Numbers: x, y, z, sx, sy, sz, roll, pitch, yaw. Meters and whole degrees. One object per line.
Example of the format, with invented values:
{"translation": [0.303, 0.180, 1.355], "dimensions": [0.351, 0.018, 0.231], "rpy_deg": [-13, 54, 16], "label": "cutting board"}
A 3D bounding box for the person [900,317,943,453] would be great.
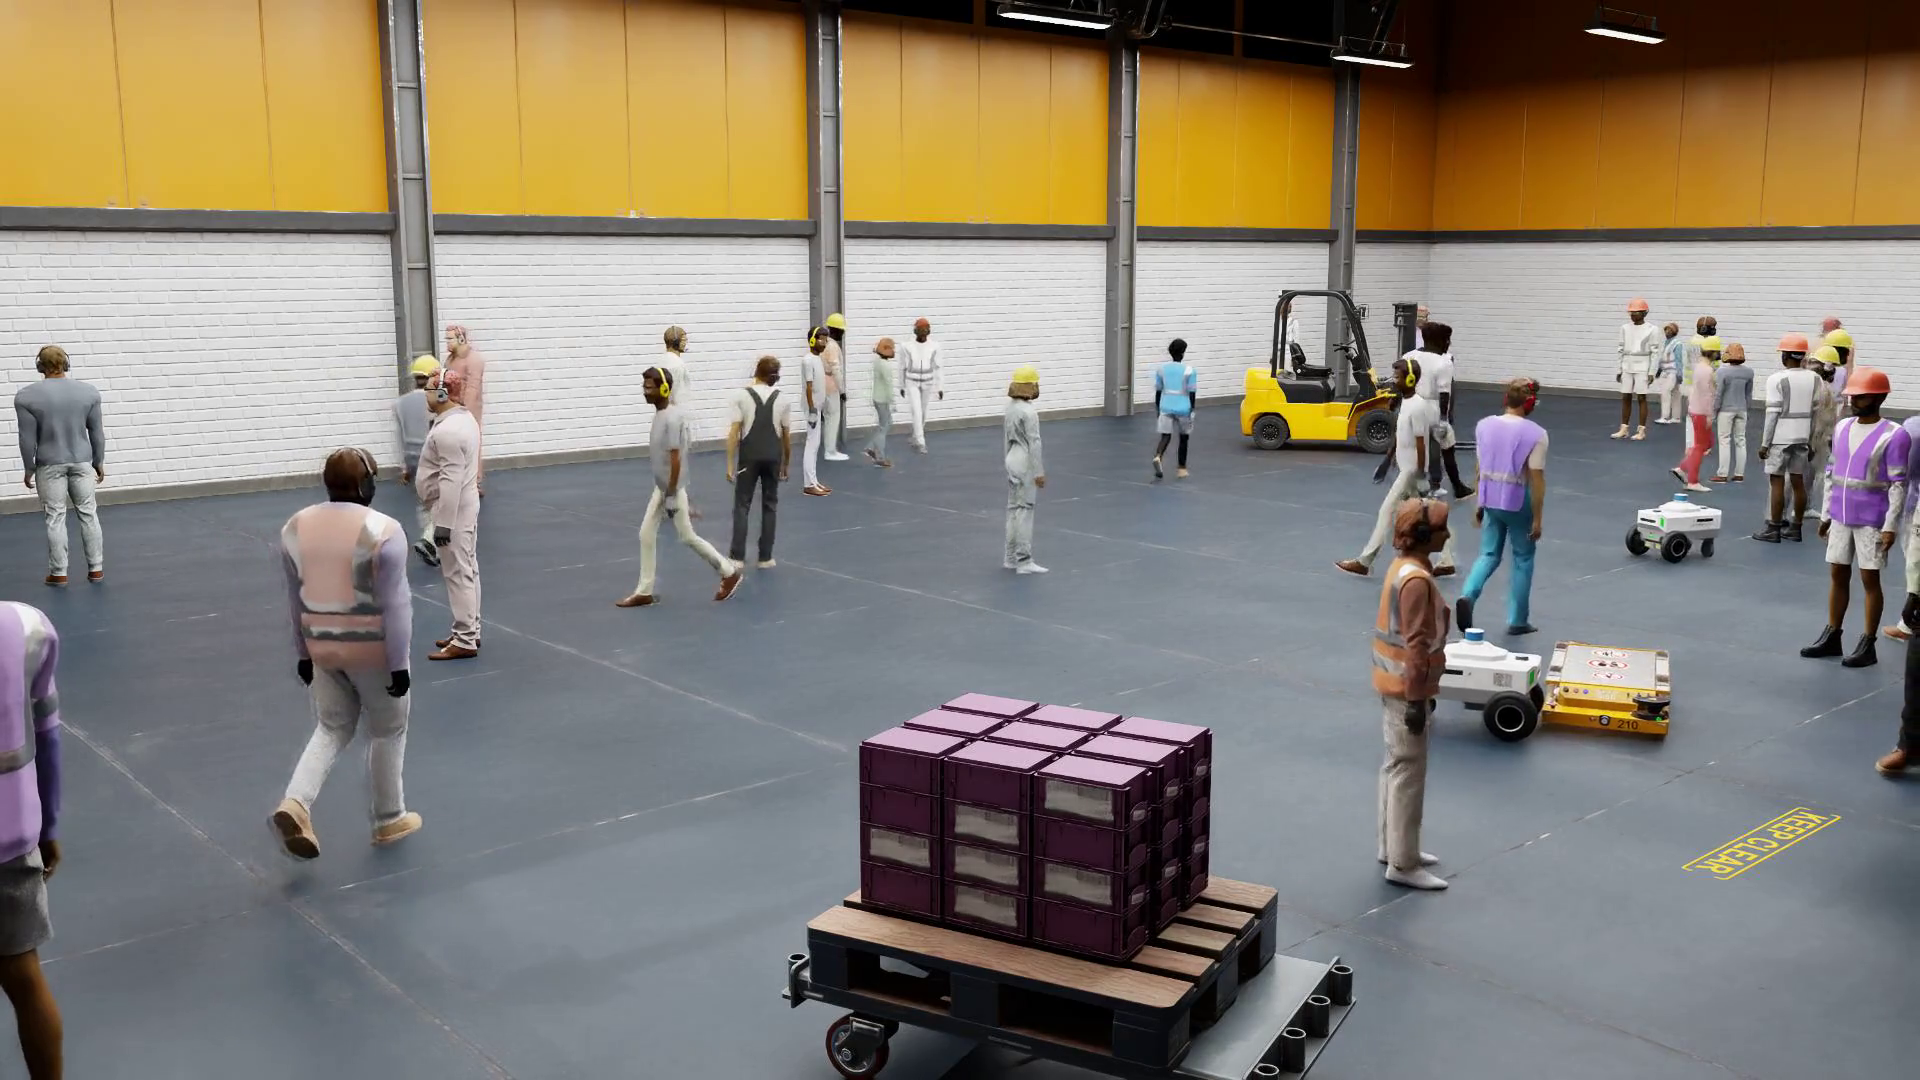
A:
{"translation": [-0.546, -2.123, 22.637], "dimensions": [0.589, 1.837, 0.937], "rpy_deg": [-2, 10, -11], "label": "person"}

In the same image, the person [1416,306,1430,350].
{"translation": [6.718, -2.468, 24.400], "dimensions": [0.637, 1.904, 0.403], "rpy_deg": [-2, 10, -11], "label": "person"}

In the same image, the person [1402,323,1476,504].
{"translation": [5.097, -1.324, 17.622], "dimensions": [0.969, 1.919, 0.634], "rpy_deg": [-5, 11, -25], "label": "person"}

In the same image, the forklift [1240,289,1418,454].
{"translation": [5.034, -2.339, 22.783], "dimensions": [2.313, 2.155, 1.214], "rpy_deg": [3, 10, 16], "label": "forklift"}

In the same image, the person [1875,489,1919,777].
{"translation": [4.895, 0.289, 8.069], "dimensions": [0.587, 1.966, 0.785], "rpy_deg": [-8, 13, -39], "label": "person"}

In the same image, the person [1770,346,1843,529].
{"translation": [8.296, -0.959, 15.930], "dimensions": [0.936, 1.775, 0.585], "rpy_deg": [1, 10, 7], "label": "person"}

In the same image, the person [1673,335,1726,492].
{"translation": [8.333, -1.410, 18.625], "dimensions": [0.375, 1.753, 0.543], "rpy_deg": [2, 10, 14], "label": "person"}

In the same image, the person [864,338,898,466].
{"translation": [-0.941, -1.719, 20.849], "dimensions": [0.340, 1.620, 0.505], "rpy_deg": [-2, 10, -14], "label": "person"}

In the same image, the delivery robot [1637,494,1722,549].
{"translation": [6.299, -0.162, 14.555], "dimensions": [0.707, 0.478, 0.477], "rpy_deg": [-4, 10, -20], "label": "delivery robot"}

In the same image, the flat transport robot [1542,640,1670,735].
{"translation": [3.816, 0.841, 9.787], "dimensions": [0.652, 0.197, 1.431], "rpy_deg": [4, 10, 22], "label": "flat transport robot"}

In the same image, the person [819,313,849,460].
{"translation": [-1.627, -1.972, 21.489], "dimensions": [0.408, 1.912, 0.597], "rpy_deg": [-2, 10, -10], "label": "person"}

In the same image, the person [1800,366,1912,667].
{"translation": [5.784, -0.150, 10.718], "dimensions": [0.369, 1.939, 0.542], "rpy_deg": [-4, 11, -23], "label": "person"}

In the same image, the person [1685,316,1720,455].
{"translation": [9.878, -2.054, 22.153], "dimensions": [0.429, 1.840, 0.637], "rpy_deg": [5, 11, 29], "label": "person"}

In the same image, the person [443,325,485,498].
{"translation": [-5.417, -1.379, 18.032], "dimensions": [0.663, 1.898, 0.467], "rpy_deg": [8, 13, 40], "label": "person"}

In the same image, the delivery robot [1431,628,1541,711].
{"translation": [2.862, 0.737, 9.293], "dimensions": [0.707, 0.478, 0.477], "rpy_deg": [4, 11, 23], "label": "delivery robot"}

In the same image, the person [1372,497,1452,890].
{"translation": [1.903, 0.631, 7.029], "dimensions": [0.325, 1.637, 0.525], "rpy_deg": [2, 10, 10], "label": "person"}

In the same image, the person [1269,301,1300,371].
{"translation": [5.510, -3.137, 28.360], "dimensions": [0.348, 1.884, 0.584], "rpy_deg": [-7, 12, -37], "label": "person"}

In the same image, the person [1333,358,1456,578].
{"translation": [3.611, -0.568, 13.559], "dimensions": [1.011, 1.811, 0.506], "rpy_deg": [2, 10, 12], "label": "person"}

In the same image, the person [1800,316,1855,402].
{"translation": [10.995, -1.898, 21.164], "dimensions": [0.668, 1.872, 0.890], "rpy_deg": [7, 12, 34], "label": "person"}

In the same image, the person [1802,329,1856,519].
{"translation": [8.778, -1.143, 16.618], "dimensions": [0.778, 1.901, 0.613], "rpy_deg": [0, 10, -2], "label": "person"}

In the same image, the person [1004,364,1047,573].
{"translation": [0.541, -0.590, 13.869], "dimensions": [0.310, 1.743, 0.492], "rpy_deg": [-4, 10, -20], "label": "person"}

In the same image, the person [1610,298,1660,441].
{"translation": [9.654, -2.433, 23.776], "dimensions": [0.397, 2.043, 0.609], "rpy_deg": [-7, 12, -34], "label": "person"}

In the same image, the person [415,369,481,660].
{"translation": [-3.355, -0.170, 10.932], "dimensions": [0.409, 1.908, 0.639], "rpy_deg": [-1, 10, -8], "label": "person"}

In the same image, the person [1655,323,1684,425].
{"translation": [11.121, -2.586, 26.007], "dimensions": [0.589, 1.593, 0.604], "rpy_deg": [0, 10, 0], "label": "person"}

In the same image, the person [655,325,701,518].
{"translation": [-2.880, -1.193, 16.822], "dimensions": [0.371, 1.940, 0.627], "rpy_deg": [-5, 11, -26], "label": "person"}

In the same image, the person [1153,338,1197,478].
{"translation": [2.514, -1.530, 19.573], "dimensions": [0.539, 1.675, 0.695], "rpy_deg": [5, 11, 26], "label": "person"}

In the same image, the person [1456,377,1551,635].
{"translation": [3.751, -0.214, 11.441], "dimensions": [0.715, 1.817, 0.592], "rpy_deg": [-8, 12, -38], "label": "person"}

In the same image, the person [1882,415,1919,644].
{"translation": [6.476, -0.169, 10.944], "dimensions": [0.643, 1.909, 0.934], "rpy_deg": [-1, 10, -8], "label": "person"}

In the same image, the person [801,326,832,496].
{"translation": [-1.591, -1.426, 18.408], "dimensions": [0.328, 1.865, 0.521], "rpy_deg": [1, 10, 4], "label": "person"}

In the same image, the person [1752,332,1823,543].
{"translation": [7.616, -0.937, 15.324], "dimensions": [0.544, 1.939, 0.355], "rpy_deg": [-2, 10, -14], "label": "person"}

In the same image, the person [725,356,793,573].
{"translation": [-1.716, -0.634, 13.952], "dimensions": [0.652, 1.804, 0.447], "rpy_deg": [-3, 10, -15], "label": "person"}

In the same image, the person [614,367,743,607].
{"translation": [-2.120, -0.403, 12.551], "dimensions": [0.931, 1.831, 0.520], "rpy_deg": [-5, 11, -27], "label": "person"}

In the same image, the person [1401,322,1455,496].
{"translation": [5.142, -1.439, 18.321], "dimensions": [0.593, 1.920, 0.391], "rpy_deg": [6, 11, 32], "label": "person"}

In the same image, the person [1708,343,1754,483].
{"translation": [8.965, -1.472, 19.346], "dimensions": [0.501, 1.633, 0.285], "rpy_deg": [-2, 10, -10], "label": "person"}

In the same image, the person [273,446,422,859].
{"translation": [-2.686, 0.506, 7.259], "dimensions": [0.621, 1.823, 0.722], "rpy_deg": [3, 10, 16], "label": "person"}

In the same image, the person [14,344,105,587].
{"translation": [-7.175, -0.593, 13.311], "dimensions": [0.629, 1.940, 0.372], "rpy_deg": [-8, 13, -40], "label": "person"}

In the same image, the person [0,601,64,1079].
{"translation": [-2.799, 0.844, 4.636], "dimensions": [0.410, 2.033, 0.608], "rpy_deg": [4, 11, 24], "label": "person"}

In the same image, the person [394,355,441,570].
{"translation": [-4.438, -0.631, 13.880], "dimensions": [0.610, 1.815, 0.487], "rpy_deg": [4, 11, 23], "label": "person"}
